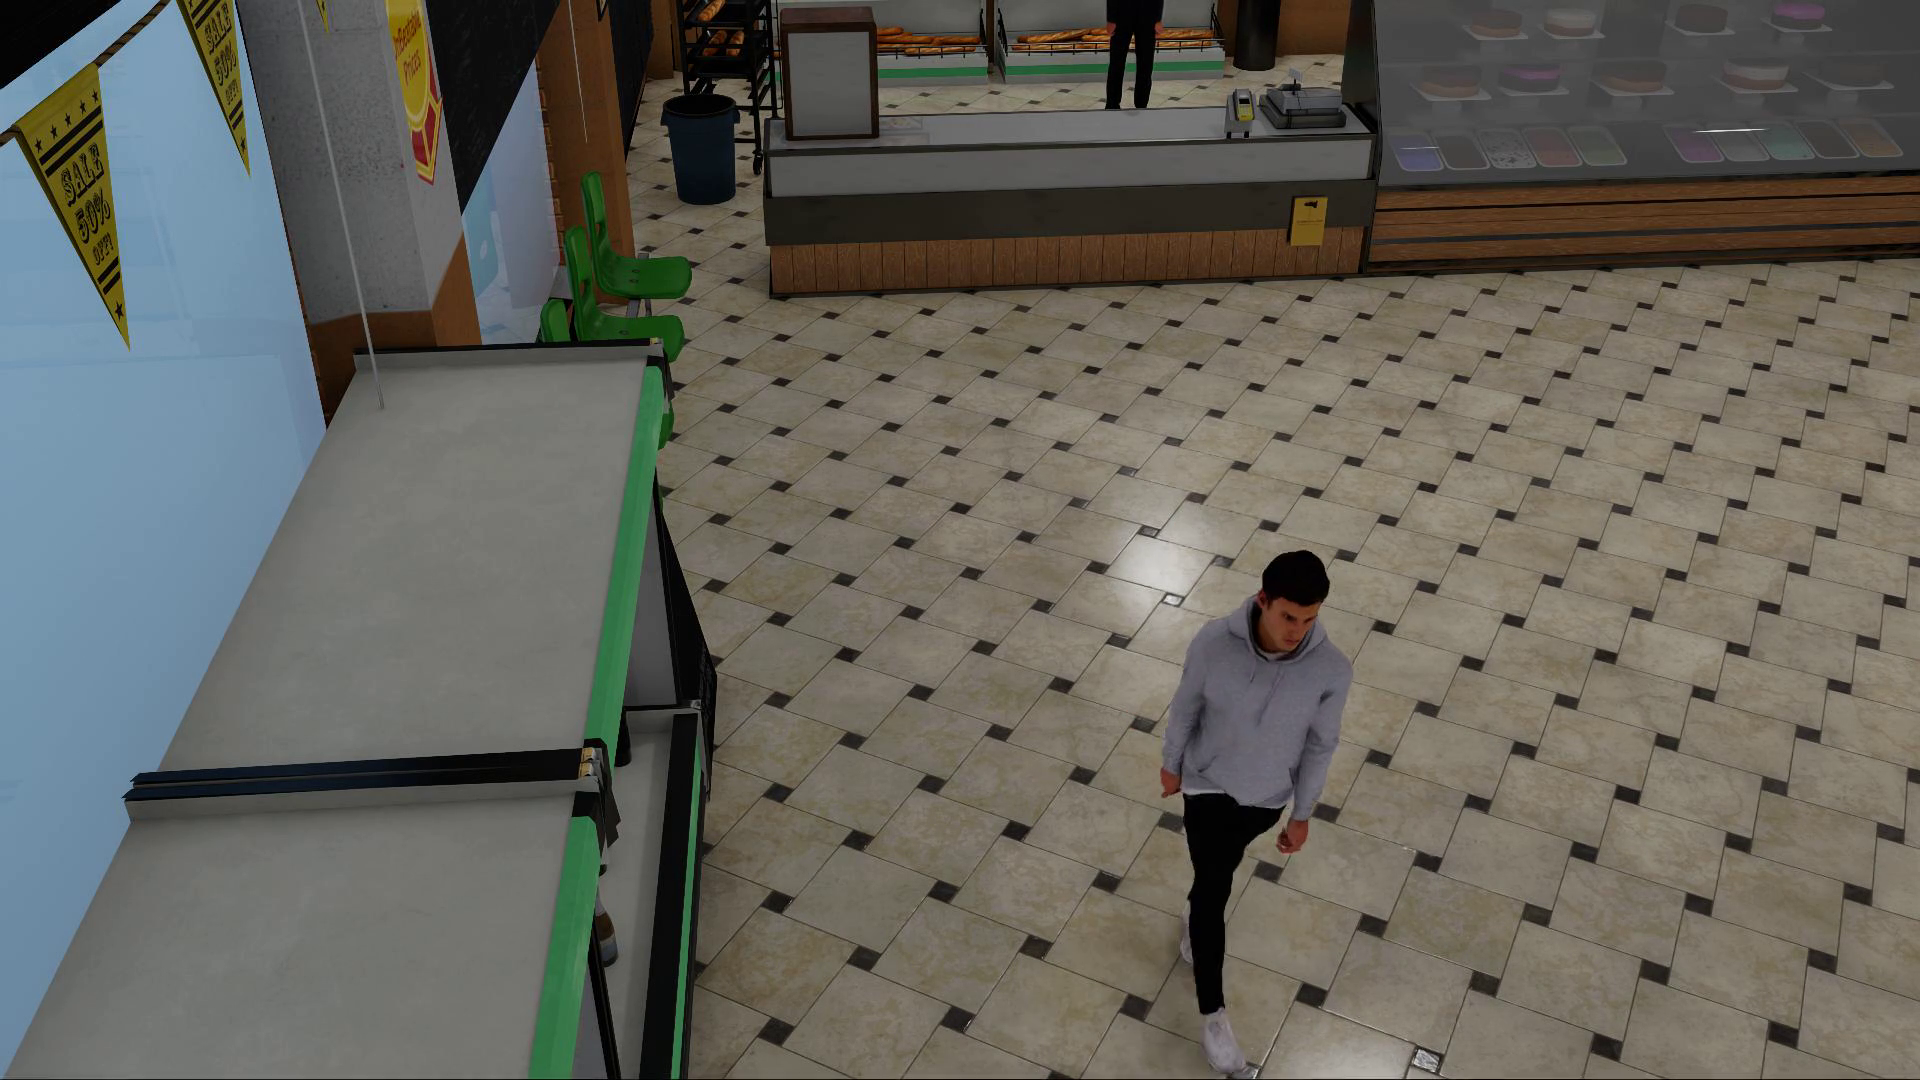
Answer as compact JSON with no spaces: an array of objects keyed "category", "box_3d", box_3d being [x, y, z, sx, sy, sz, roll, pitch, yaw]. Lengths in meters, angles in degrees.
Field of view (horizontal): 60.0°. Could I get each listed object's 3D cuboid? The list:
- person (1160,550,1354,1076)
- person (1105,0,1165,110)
[{"category":"person","box_3d":[0.892,0.736,5.474,0.741,1.865,1.105,3,32,4]},{"category":"person","box_3d":[1.421,-4.248,13.478,0.612,1.871,0.566,-3,32,-4]}]
